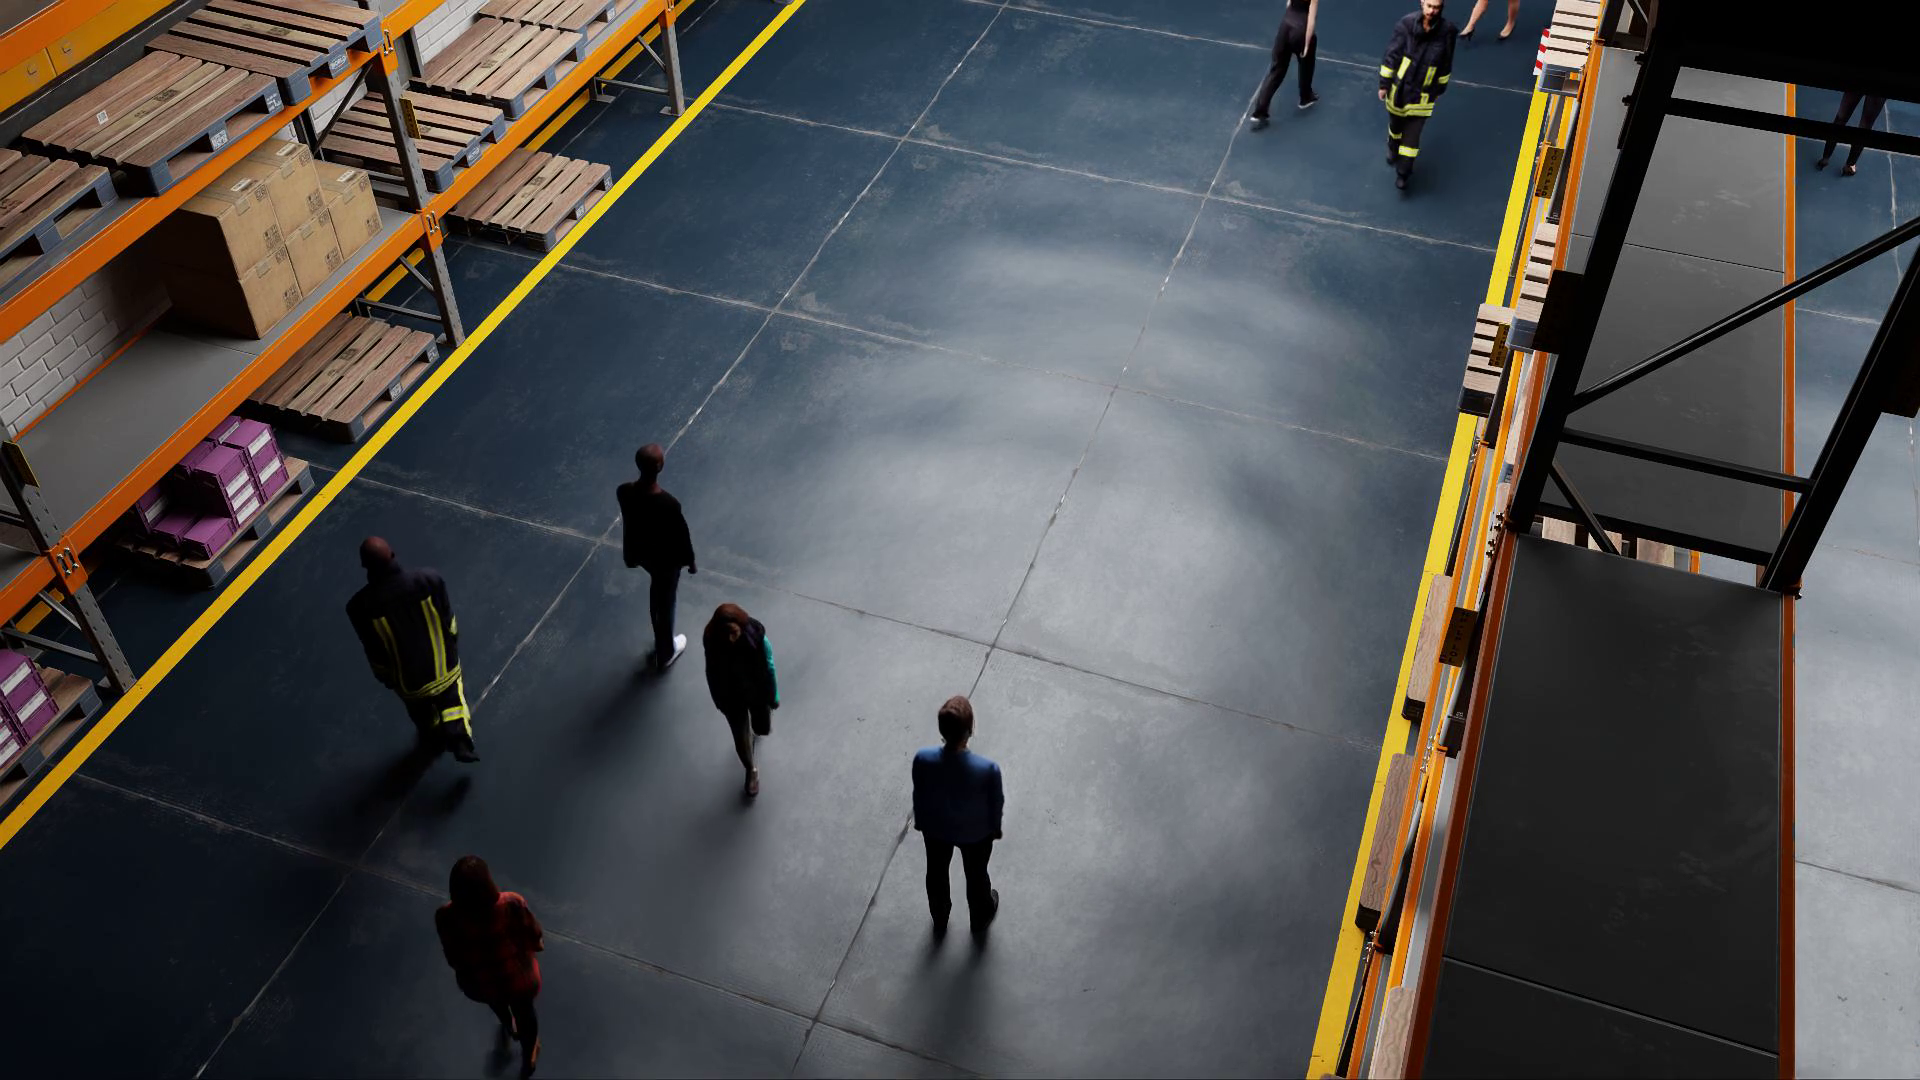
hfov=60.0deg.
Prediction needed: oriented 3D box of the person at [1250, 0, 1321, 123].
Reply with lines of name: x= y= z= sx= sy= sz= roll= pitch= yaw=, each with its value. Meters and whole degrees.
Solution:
person: x=3.100 y=-4.748 z=15.759 sx=1.212 sy=1.703 sz=0.954 roll=-32 pitch=52 yaw=-29

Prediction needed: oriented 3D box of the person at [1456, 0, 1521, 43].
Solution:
person: x=5.677 y=-5.852 z=16.963 sx=1.135 sy=1.642 sz=1.056 roll=-21 pitch=47 yaw=-20

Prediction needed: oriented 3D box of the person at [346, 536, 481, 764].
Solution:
person: x=-3.233 y=0.698 z=9.967 sx=1.060 sy=1.807 sz=1.111 roll=-21 pitch=47 yaw=-20

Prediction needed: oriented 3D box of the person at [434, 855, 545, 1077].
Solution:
person: x=-2.348 y=2.226 z=8.449 sx=0.765 sy=1.690 sz=0.809 roll=-9 pitch=44 yaw=-9

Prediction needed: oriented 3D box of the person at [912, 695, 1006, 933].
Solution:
person: x=-0.013 y=1.539 z=9.082 sx=0.685 sy=1.809 sz=0.610 roll=8 pitch=44 yaw=9

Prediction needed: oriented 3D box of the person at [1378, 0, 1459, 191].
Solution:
person: x=4.116 y=-4.181 z=15.076 sx=0.775 sy=1.825 sz=1.120 roll=16 pitch=46 yaw=16

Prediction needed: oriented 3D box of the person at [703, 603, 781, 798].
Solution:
person: x=-1.293 y=0.872 z=10.018 sx=0.800 sy=1.484 sz=0.926 roll=-6 pitch=44 yaw=-7

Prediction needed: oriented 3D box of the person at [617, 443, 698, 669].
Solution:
person: x=-1.974 y=0.157 z=10.589 sx=0.608 sy=1.732 sz=0.617 roll=15 pitch=46 yaw=15
